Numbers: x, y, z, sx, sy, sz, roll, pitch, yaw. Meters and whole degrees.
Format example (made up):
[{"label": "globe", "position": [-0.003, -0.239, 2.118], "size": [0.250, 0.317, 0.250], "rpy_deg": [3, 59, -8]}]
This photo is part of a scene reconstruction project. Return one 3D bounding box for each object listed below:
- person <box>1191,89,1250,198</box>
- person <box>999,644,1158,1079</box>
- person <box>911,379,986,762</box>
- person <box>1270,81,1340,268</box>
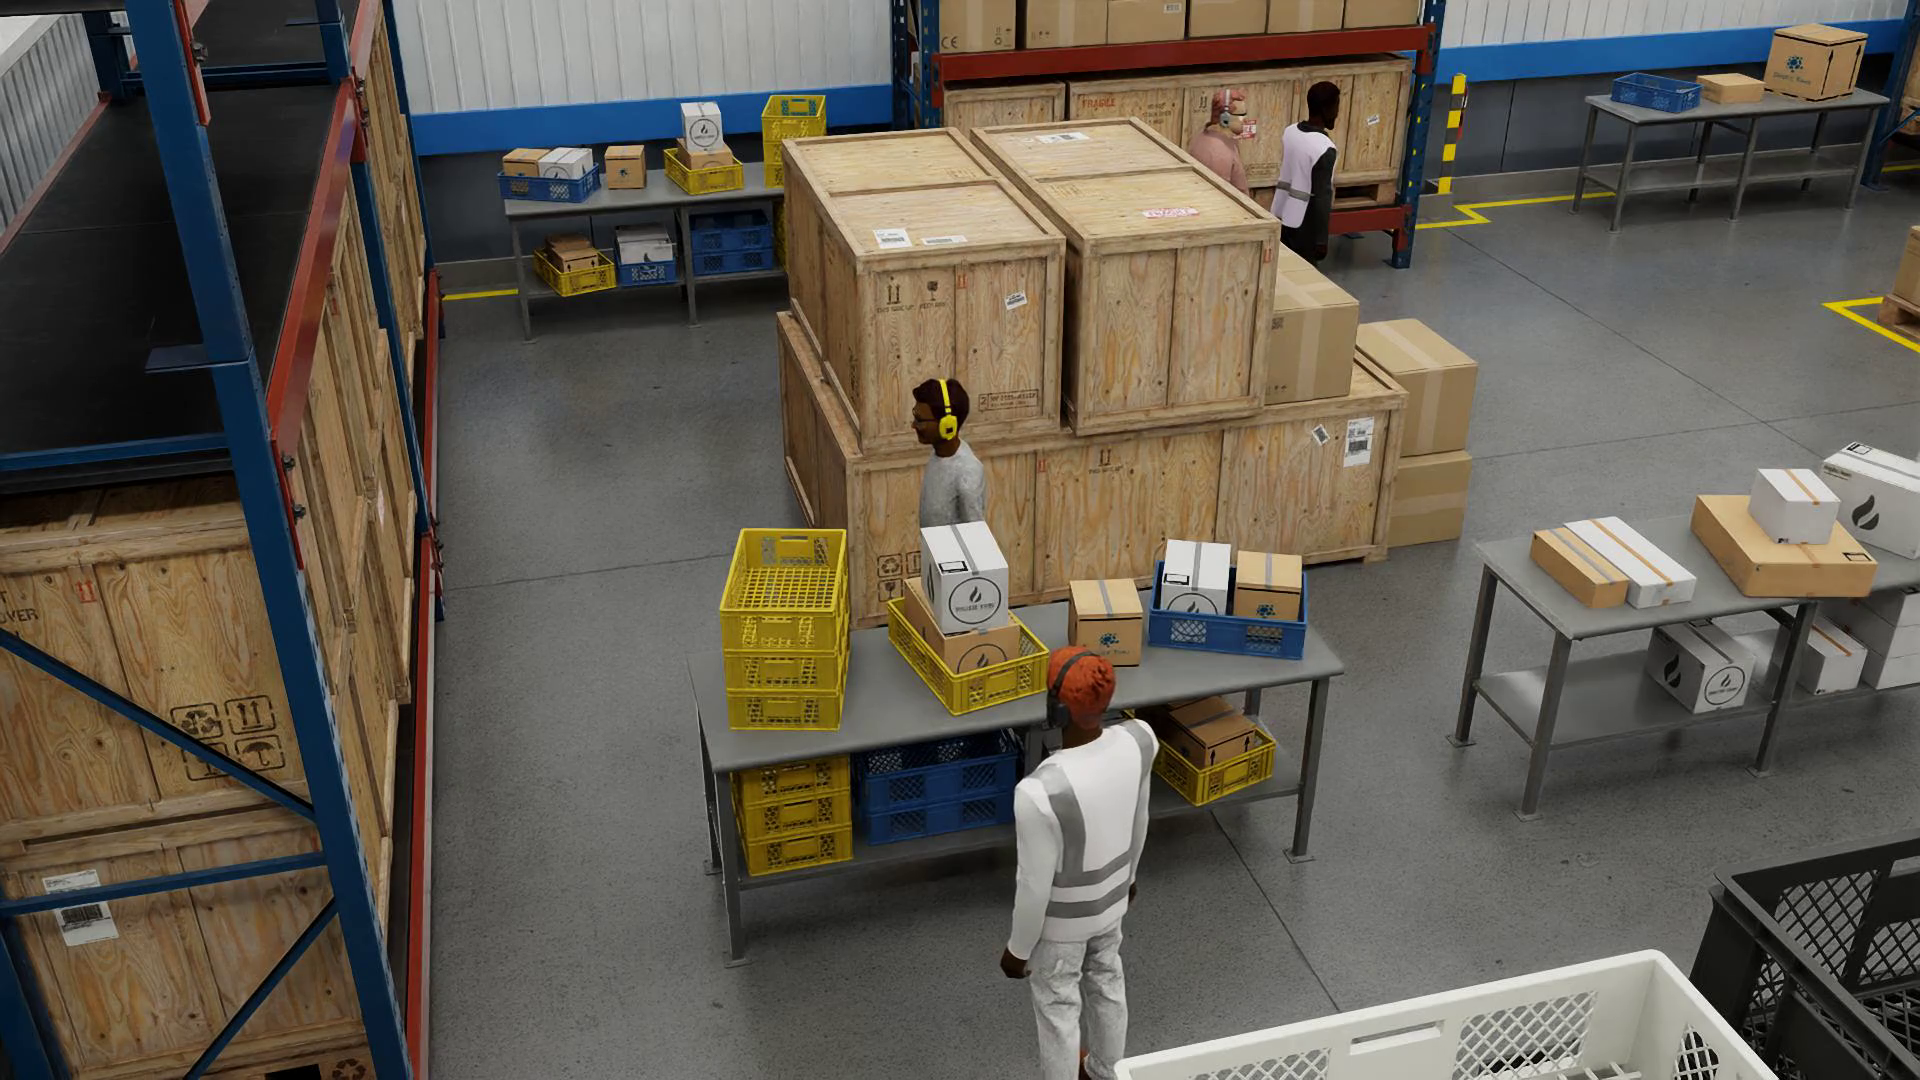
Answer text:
[{"label": "person", "position": [1.726, -2.058, 11.142], "size": [0.403, 1.906, 0.651], "rpy_deg": [0, 29, -1]}, {"label": "person", "position": [0.364, 1.162, 5.319], "size": [0.586, 1.882, 0.341], "rpy_deg": [-25, 37, -37]}, {"label": "person", "position": [-0.053, 0.172, 7.133], "size": [0.310, 1.868, 0.532], "rpy_deg": [-9, 30, -16]}, {"label": "person", "position": [2.322, -2.153, 11.315], "size": [0.389, 1.911, 0.591], "rpy_deg": [-9, 30, -15]}]
